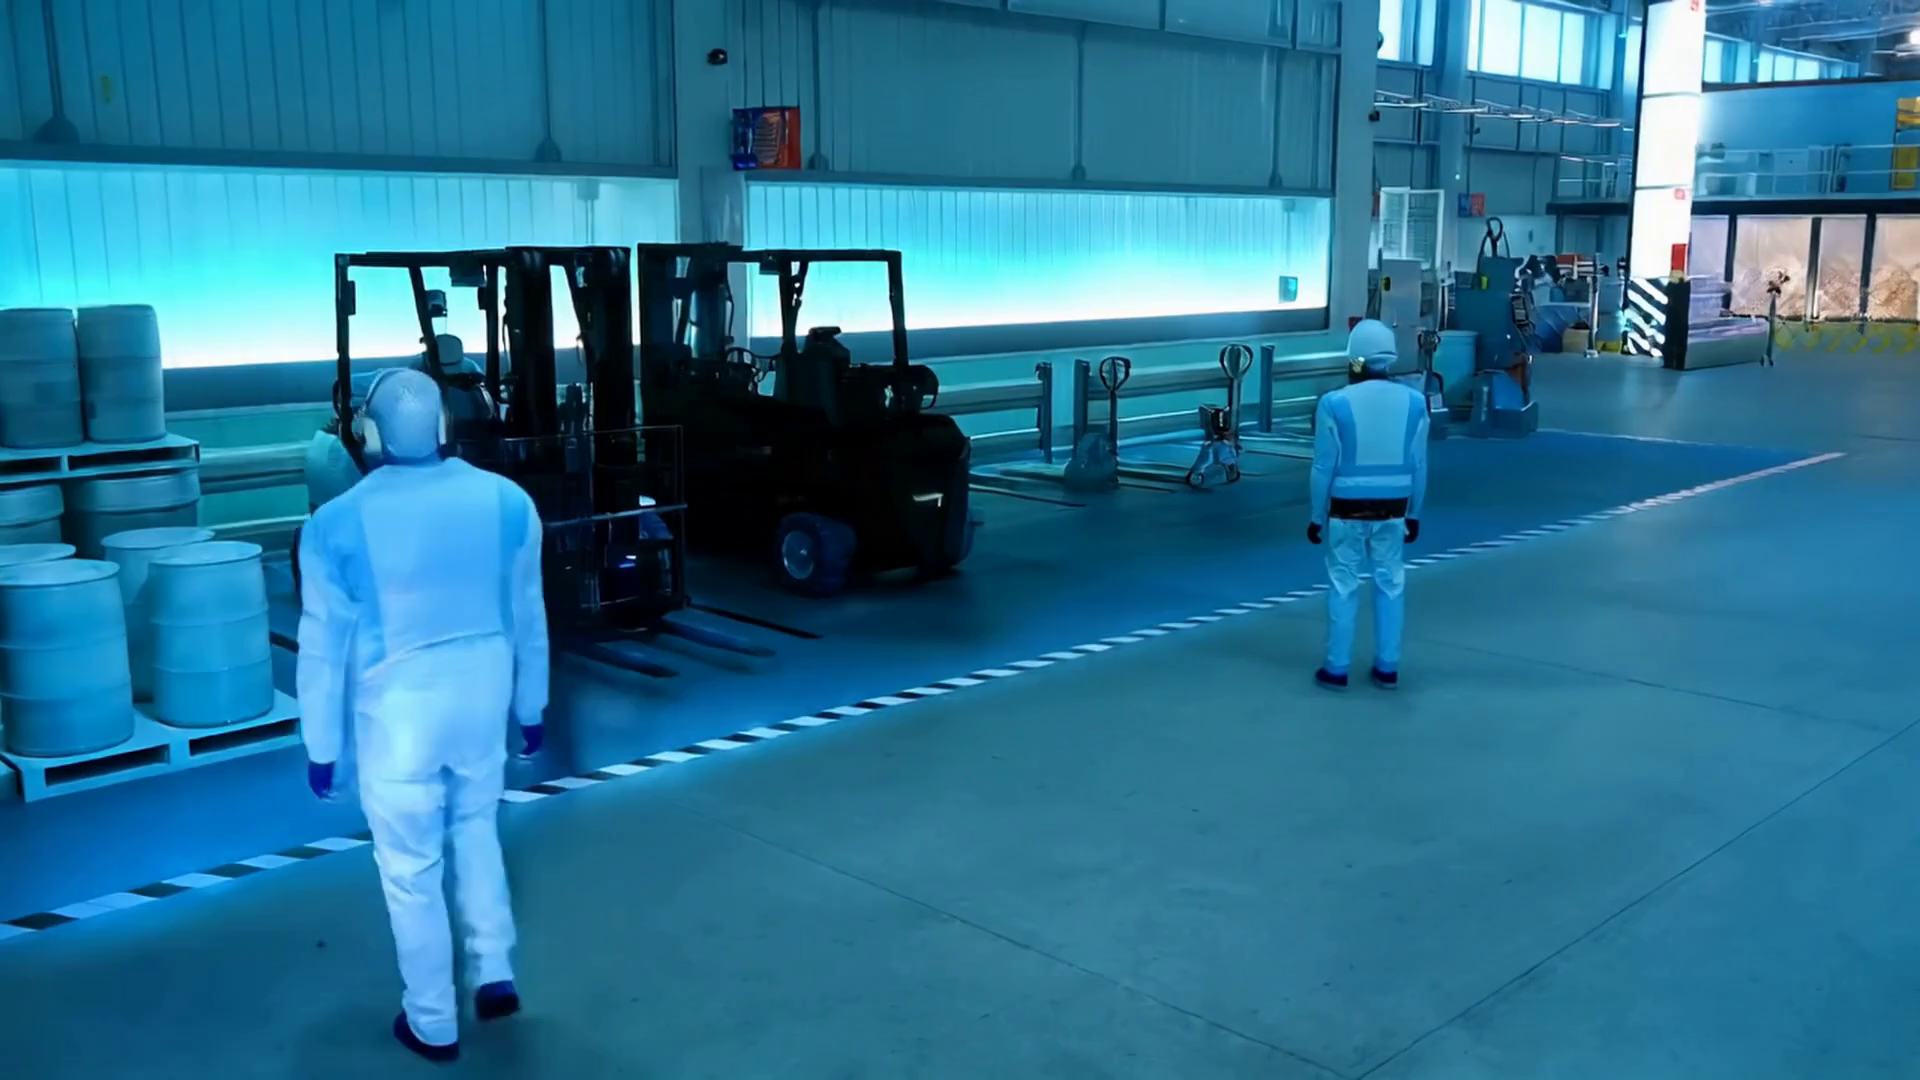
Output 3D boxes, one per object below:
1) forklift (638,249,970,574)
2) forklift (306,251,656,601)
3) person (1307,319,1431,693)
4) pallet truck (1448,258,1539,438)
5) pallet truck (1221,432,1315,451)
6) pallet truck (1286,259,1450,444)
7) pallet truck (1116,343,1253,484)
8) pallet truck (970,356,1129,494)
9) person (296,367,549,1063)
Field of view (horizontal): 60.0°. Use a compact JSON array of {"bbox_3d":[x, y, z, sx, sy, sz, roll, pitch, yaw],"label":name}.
[{"bbox_3d":[-1.173,-0.958,11.239,2.680,1.987,1.157,10,14,43],"label":"forklift"},{"bbox_3d":[-2.833,-0.669,9.694,1.157,1.987,2.680,-10,14,-44],"label":"forklift"},{"bbox_3d":[1.989,-0.159,8.171,0.599,1.835,0.404,-2,11,-9],"label":"person"},{"bbox_3d":[5.704,-2.208,18.901,1.885,1.965,0.823,10,14,43],"label":"pallet truck"},{"bbox_3d":[3.563,-1.581,17.381,0.653,1.274,1.630,-10,14,-44],"label":"pallet truck"},{"bbox_3d":[4.493,-2.078,18.196,0.823,1.965,1.885,-9,14,-40],"label":"pallet truck"},{"bbox_3d":[1.962,-1.215,15.415,1.522,1.261,0.704,10,14,43],"label":"pallet truck"},{"bbox_3d":[0.784,-1.085,14.876,0.680,1.201,1.601,-10,14,-44],"label":"pallet truck"},{"bbox_3d":[-1.450,0.483,4.497,0.669,1.894,0.431,-9,14,-40],"label":"person"}]
